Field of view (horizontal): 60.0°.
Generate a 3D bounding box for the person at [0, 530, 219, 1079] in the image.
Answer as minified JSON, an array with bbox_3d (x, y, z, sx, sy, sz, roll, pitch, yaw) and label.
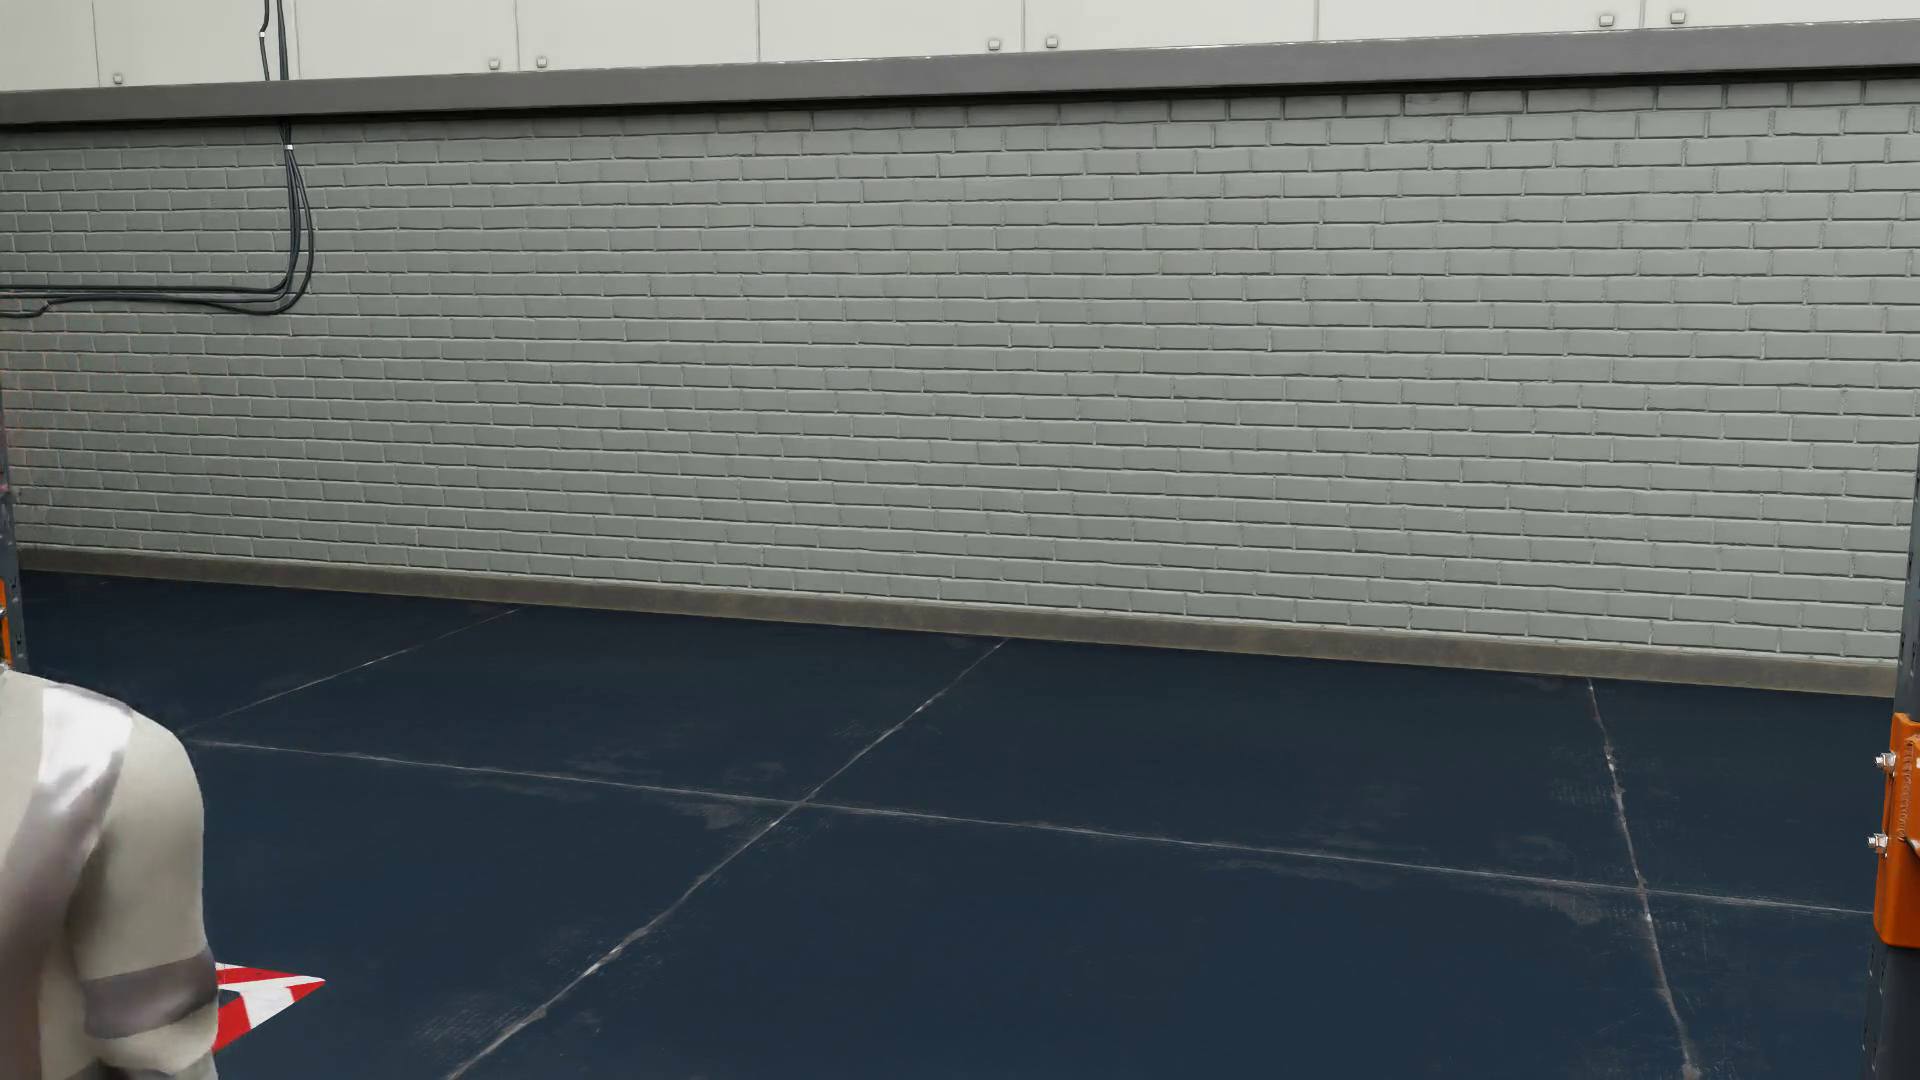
[{"bbox_3d":[-1.081,0.772,1.789,0.611,2.026,0.779,-2,10,-9],"label":"person"}]
